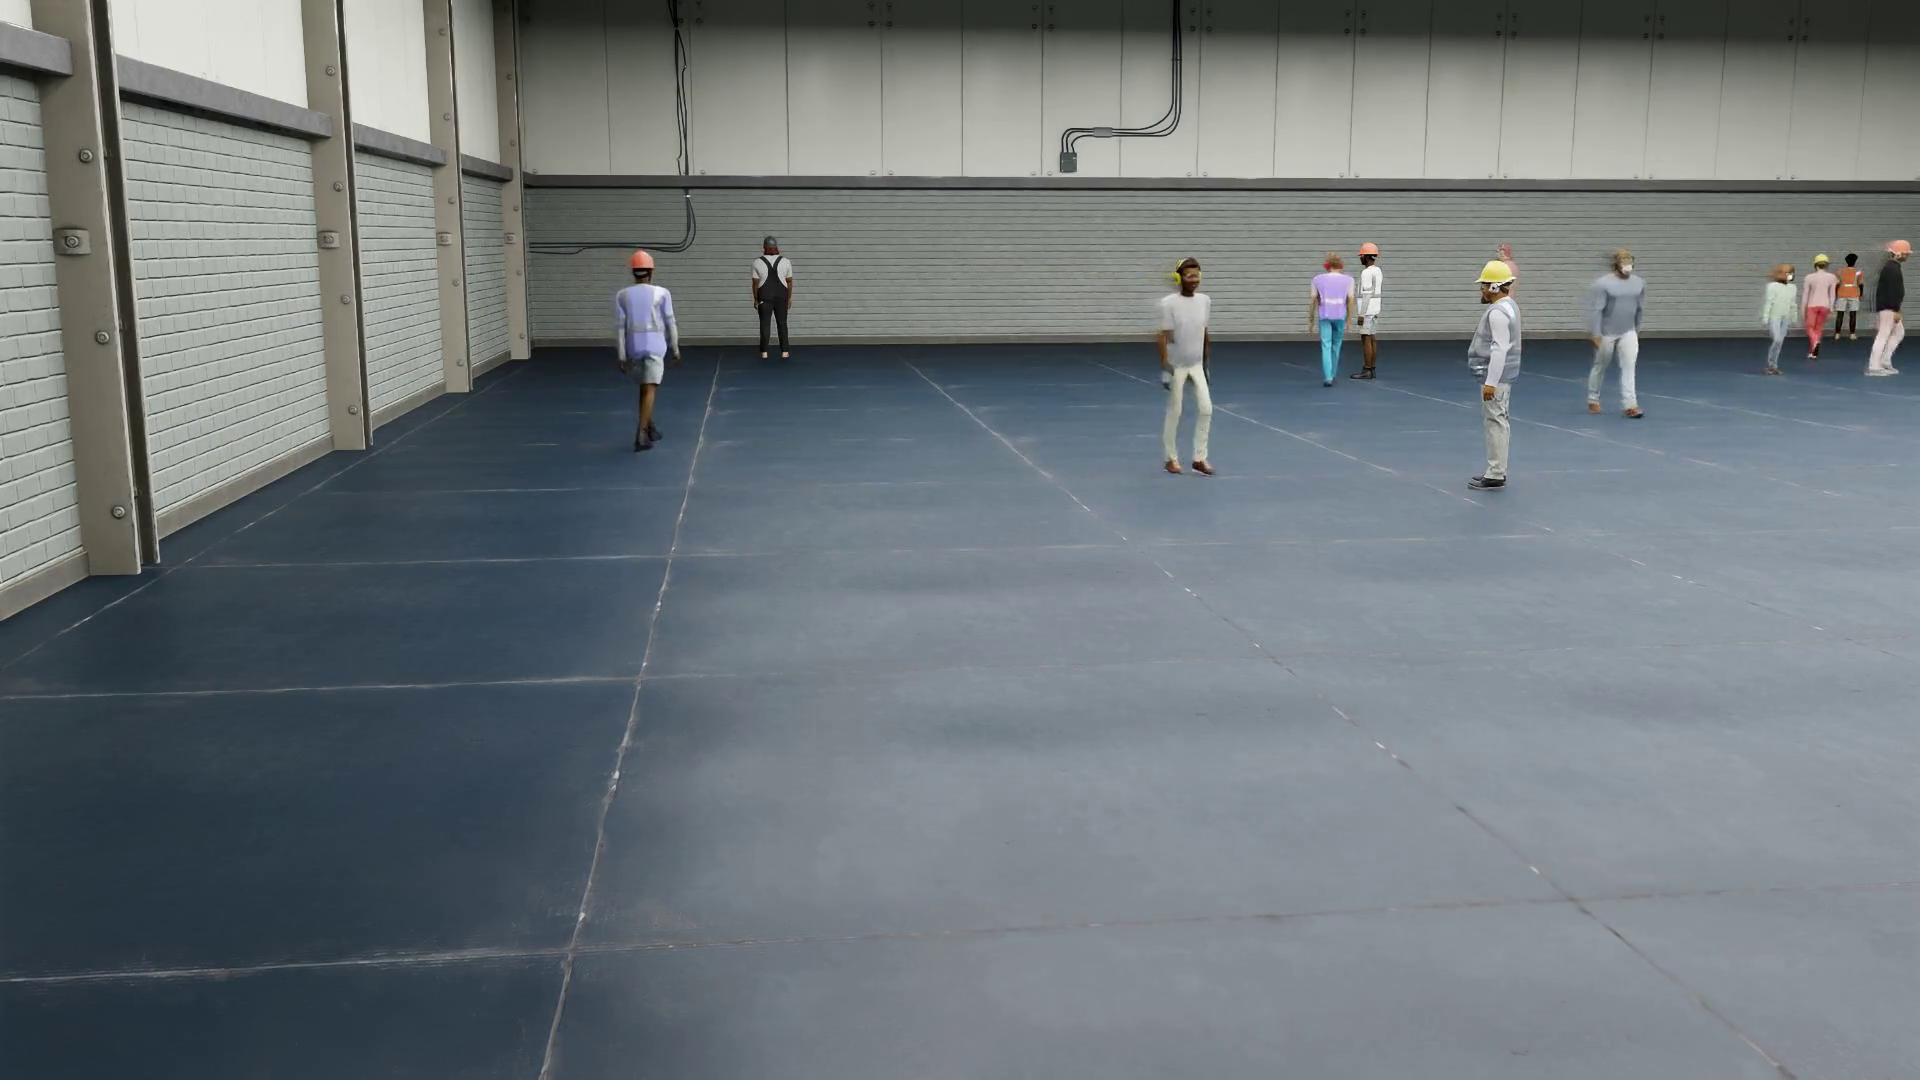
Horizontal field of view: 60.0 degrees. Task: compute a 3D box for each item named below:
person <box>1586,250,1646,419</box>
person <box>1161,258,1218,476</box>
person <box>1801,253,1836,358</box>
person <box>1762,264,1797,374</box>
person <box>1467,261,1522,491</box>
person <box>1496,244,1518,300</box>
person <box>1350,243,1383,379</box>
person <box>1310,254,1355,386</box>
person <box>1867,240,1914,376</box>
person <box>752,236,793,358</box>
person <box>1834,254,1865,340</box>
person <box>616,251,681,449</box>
[{"bbox_3d":[7.390,-2.315,18.722,0.650,1.882,1.039,-1,10,-5],"label":"person"},{"bbox_3d":[1.955,-1.448,14.052,0.553,1.842,0.742,-4,11,-23],"label":"person"},{"bbox_3d":[14.232,-3.865,27.565,0.529,1.751,0.598,1,10,5],"label":"person"},{"bbox_3d":[12.092,-3.243,24.495,0.529,1.614,0.440,-3,11,-17],"label":"person"},{"bbox_3d":[4.276,-1.313,13.339,0.403,1.830,0.599,5,11,24],"label":"person"},{"bbox_3d":[9.034,-3.977,27.744,0.403,1.906,0.651,7,12,32],"label":"person"},{"bbox_3d":[5.801,-3.259,23.722,0.357,1.937,0.550,6,12,30],"label":"person"},{"bbox_3d":[5.089,-3.002,22.727,0.570,1.800,0.976,1,10,4],"label":"person"},{"bbox_3d":[13.553,-3.357,24.139,0.599,1.971,0.652,4,11,20],"label":"person"},{"bbox_3d":[-3.163,-4.083,27.955,0.684,2.000,0.538,-2,11,-12],"label":"person"},{"bbox_3d":[17.479,-4.779,32.715,0.533,1.698,0.318,7,13,36],"label":"person"},{"bbox_3d":[-3.041,-1.834,16.070,0.559,1.894,1.002,2,11,11],"label":"person"}]
